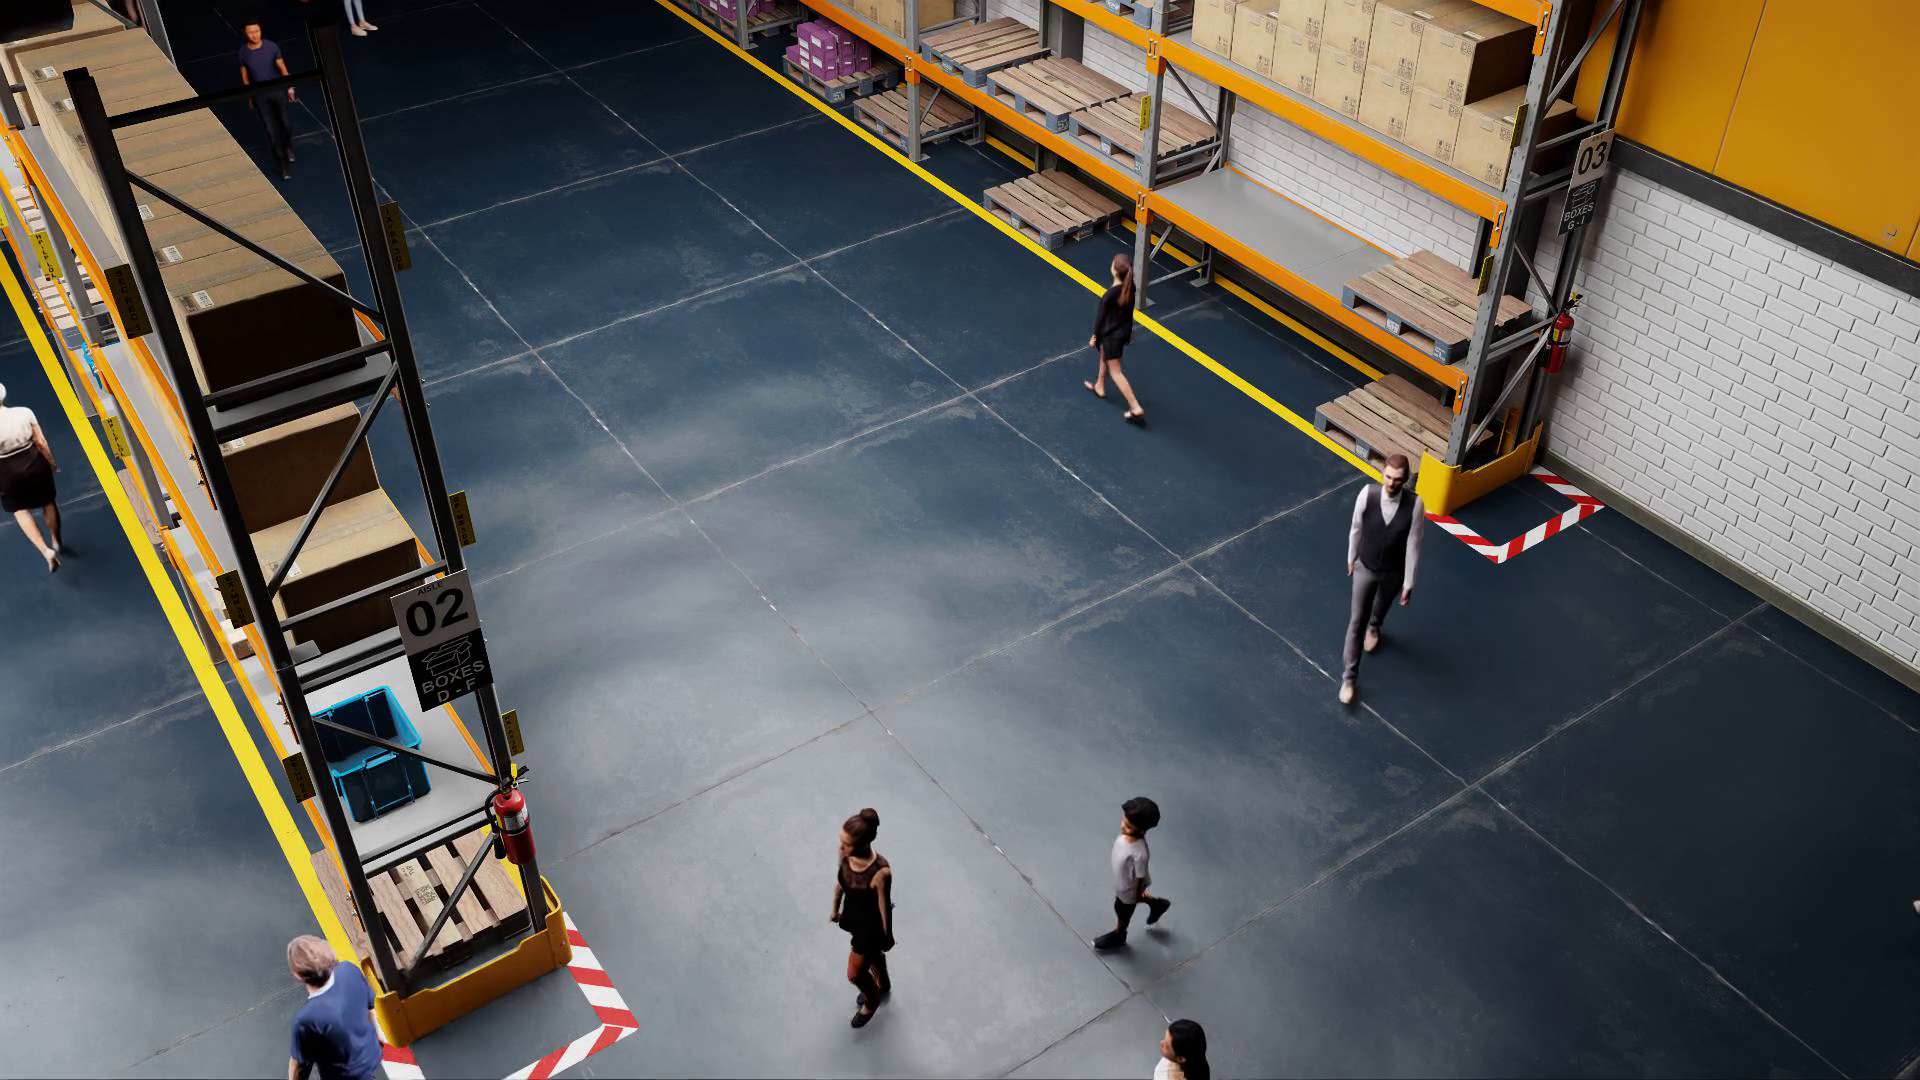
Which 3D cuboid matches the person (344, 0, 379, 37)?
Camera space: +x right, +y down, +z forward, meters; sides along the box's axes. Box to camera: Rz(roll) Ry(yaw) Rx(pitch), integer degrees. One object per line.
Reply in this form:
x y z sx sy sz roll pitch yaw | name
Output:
-7.960 -7.452 21.545 0.683 1.796 0.664 14 41 16 | person

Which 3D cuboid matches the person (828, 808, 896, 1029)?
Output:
-0.472 2.141 9.638 0.660 1.665 0.590 -26 46 -29 | person

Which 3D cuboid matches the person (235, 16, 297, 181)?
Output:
-7.663 -4.964 18.450 0.760 1.770 1.021 -17 42 -20 | person

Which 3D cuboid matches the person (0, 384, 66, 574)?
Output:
-7.211 -0.469 12.843 0.672 1.742 0.853 -27 46 -30 | person

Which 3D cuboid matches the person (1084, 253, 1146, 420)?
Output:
1.415 -1.772 14.643 0.623 1.533 1.053 -30 48 -32 | person

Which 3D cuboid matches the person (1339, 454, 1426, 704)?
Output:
3.050 0.149 11.953 1.228 1.888 1.224 10 40 12 | person

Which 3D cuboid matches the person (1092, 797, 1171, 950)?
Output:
1.092 2.020 10.122 0.691 1.249 0.748 -10 40 -13 | person

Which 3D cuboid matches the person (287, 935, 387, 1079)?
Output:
-3.091 2.776 8.705 1.069 1.837 1.011 4 39 5 | person

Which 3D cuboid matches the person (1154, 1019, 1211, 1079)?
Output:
1.176 3.047 8.449 1.134 1.732 1.164 2 39 2 | person
